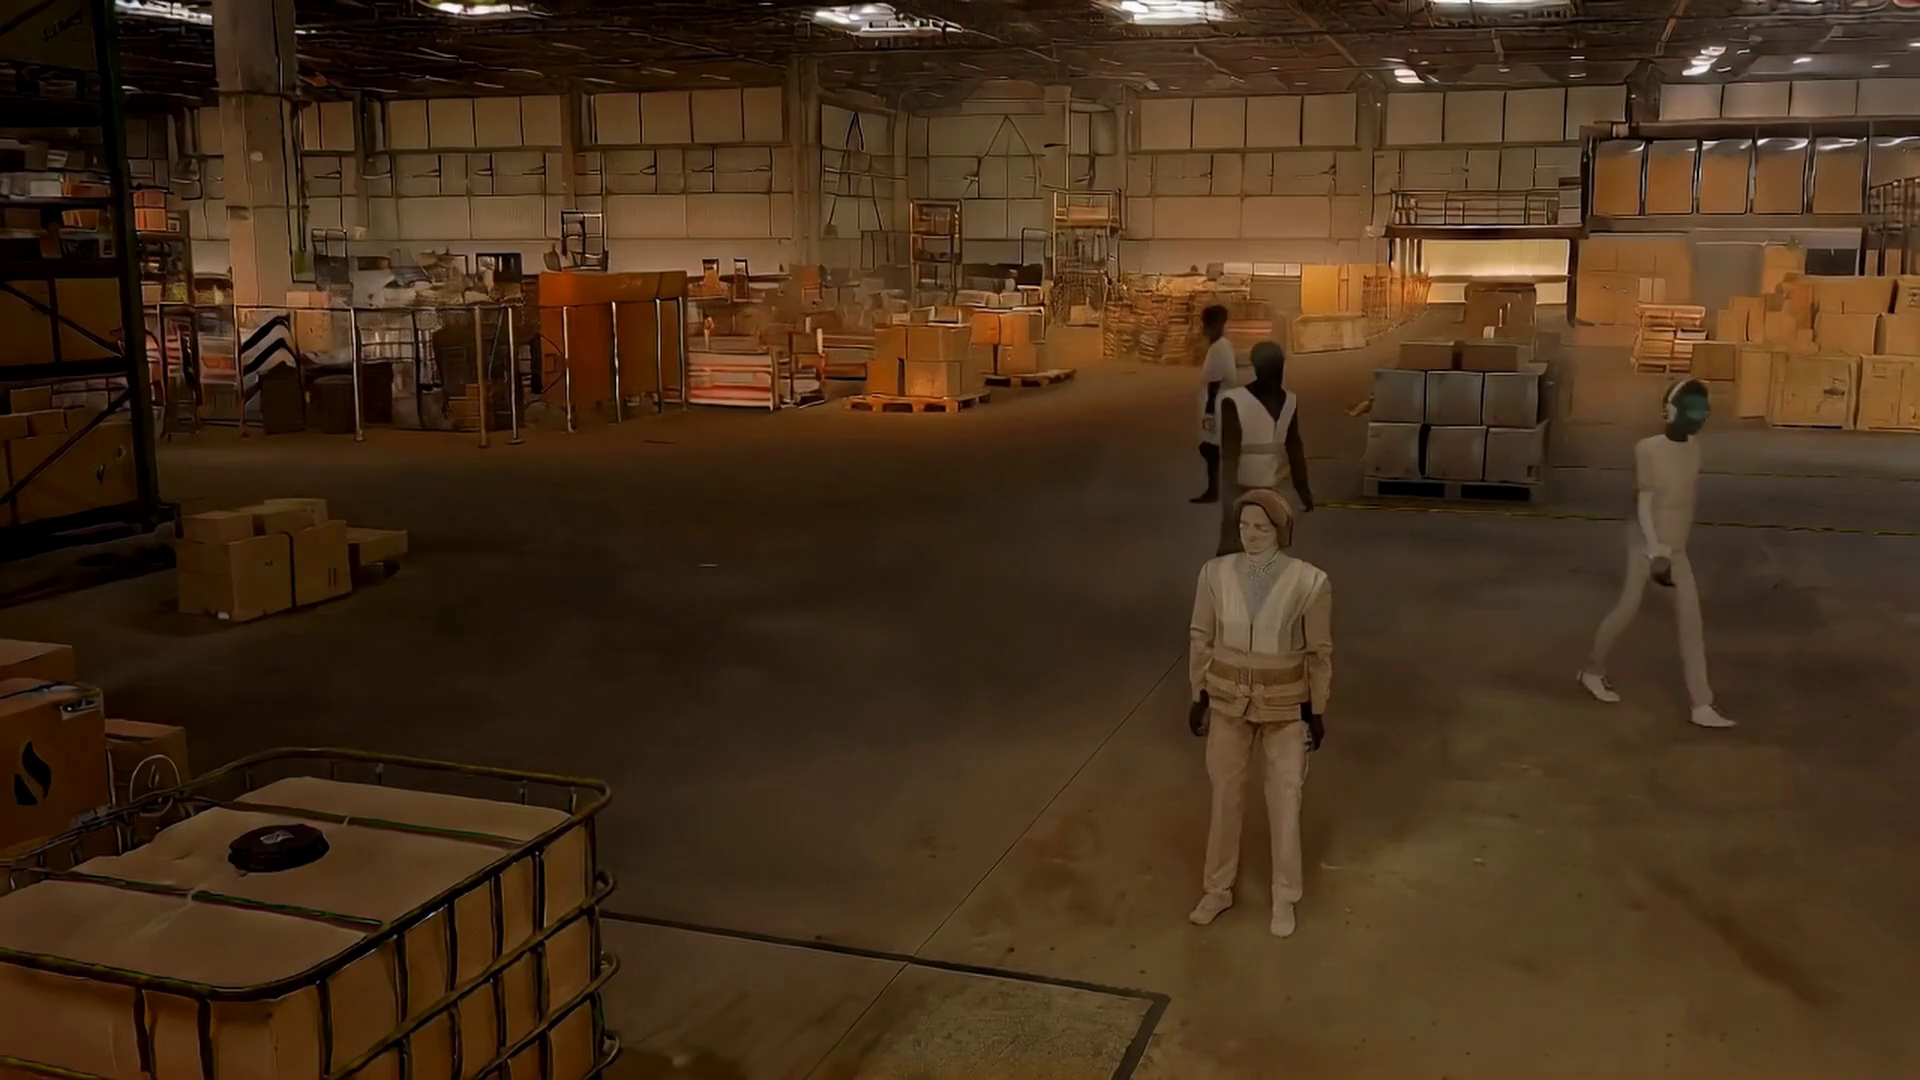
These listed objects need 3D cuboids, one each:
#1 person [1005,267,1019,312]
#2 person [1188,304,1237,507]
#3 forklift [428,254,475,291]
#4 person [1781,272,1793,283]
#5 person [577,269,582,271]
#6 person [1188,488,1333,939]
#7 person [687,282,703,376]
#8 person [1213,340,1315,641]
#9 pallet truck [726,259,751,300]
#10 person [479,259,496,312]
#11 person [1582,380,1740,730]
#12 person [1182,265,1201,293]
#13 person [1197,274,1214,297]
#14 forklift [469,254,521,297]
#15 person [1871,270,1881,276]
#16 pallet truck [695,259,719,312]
[{"bbox_3d":[1.410,-6.483,45.373,0.985,1.892,0.555,4,11,23],"label":"person"},{"bbox_3d":[2.502,-1.250,15.738,0.596,1.945,0.630,3,11,17],"label":"person"},{"bbox_3d":[-20.133,-10.254,65.465,1.157,1.987,2.680,3,11,19],"label":"forklift"},{"bbox_3d":[18.744,-5.117,37.718,0.566,1.879,1.011,-3,11,-18],"label":"person"},{"bbox_3d":[-13.535,-8.901,59.339,0.313,1.769,0.523,6,12,29],"label":"person"},{"bbox_3d":[1.083,0.623,6.058,0.523,1.639,0.306,5,11,25],"label":"person"},{"bbox_3d":[-4.824,-3.612,29.308,0.985,1.862,0.661,5,11,24],"label":"person"},{"bbox_3d":[1.896,-0.317,10.596,0.770,1.914,0.436,-8,13,-37],"label":"person"},{"bbox_3d":[-7.986,-9.493,62.019,0.823,1.965,1.885,3,11,17],"label":"pallet truck"},{"bbox_3d":[-15.866,-8.432,56.011,0.856,2.022,0.626,2,10,13],"label":"person"},{"bbox_3d":[3.735,0.049,8.837,0.490,1.810,1.015,-4,11,-19],"label":"person"},{"bbox_3d":[6.309,-6.551,45.595,0.628,1.954,1.003,8,13,38],"label":"person"},{"bbox_3d":[6.616,-6.286,44.754,0.506,1.704,0.839,5,11,24],"label":"person"},{"bbox_3d":[-17.990,-10.121,64.684,1.157,1.987,2.680,3,11,17],"label":"forklift"},{"bbox_3d":[22.546,-5.712,41.049,0.360,1.883,0.574,0,10,-1],"label":"person"},{"bbox_3d":[-9.165,-9.627,62.776,0.823,1.965,1.885,4,11,23],"label":"pallet truck"}]
